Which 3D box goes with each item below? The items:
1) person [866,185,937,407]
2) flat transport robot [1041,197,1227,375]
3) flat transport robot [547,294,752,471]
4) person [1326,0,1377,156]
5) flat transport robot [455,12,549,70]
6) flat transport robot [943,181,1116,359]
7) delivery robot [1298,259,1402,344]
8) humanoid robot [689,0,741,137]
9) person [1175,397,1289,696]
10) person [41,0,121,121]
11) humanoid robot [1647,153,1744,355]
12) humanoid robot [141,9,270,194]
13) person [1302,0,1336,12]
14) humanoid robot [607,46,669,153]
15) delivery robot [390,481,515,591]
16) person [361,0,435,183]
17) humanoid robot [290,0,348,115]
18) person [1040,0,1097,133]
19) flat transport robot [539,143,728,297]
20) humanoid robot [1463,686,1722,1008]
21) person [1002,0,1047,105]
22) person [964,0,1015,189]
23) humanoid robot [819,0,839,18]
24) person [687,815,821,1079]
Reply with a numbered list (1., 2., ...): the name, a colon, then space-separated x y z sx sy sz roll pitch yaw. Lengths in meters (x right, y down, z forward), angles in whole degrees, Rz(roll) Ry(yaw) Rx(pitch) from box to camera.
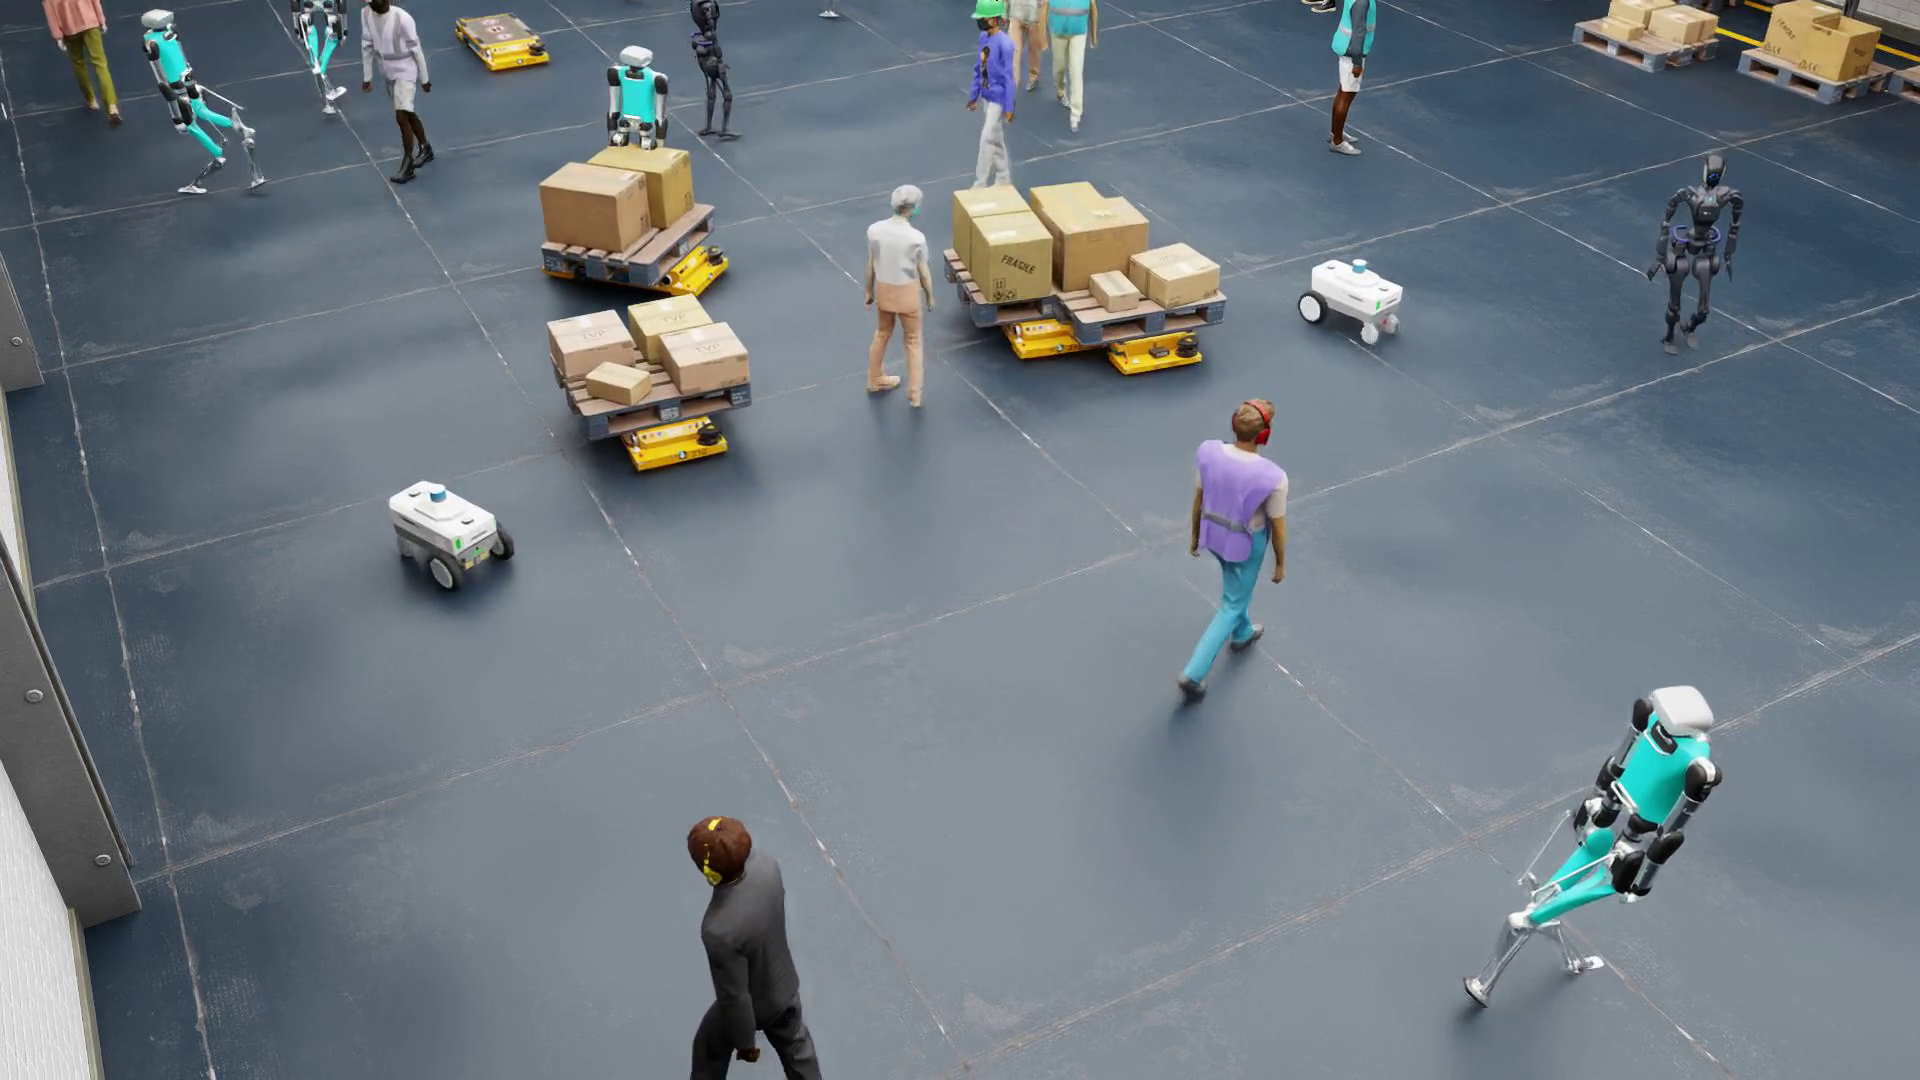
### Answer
1. person: -0.455 -1.762 11.972 0.534 1.719 0.375 16 38 21
2. flat transport robot: 1.319 -1.754 13.220 0.659 0.231 1.431 -11 37 -16
3. flat transport robot: -2.233 -0.985 12.122 0.659 0.231 1.431 -15 38 -20
4. person: 3.778 -4.687 15.951 0.430 1.938 0.560 5 35 7
5. flat transport robot: -5.186 -5.636 18.762 0.659 0.231 1.431 -18 39 -24
6. flat transport robot: 0.582 -1.900 13.429 0.659 0.231 1.431 -9 36 -13
7. delivery robot: 3.135 -1.948 13.239 0.499 0.584 0.783 -27 43 -33
8. humanoid robot: -2.422 -4.778 16.306 0.395 1.657 0.600 -12 37 -16
9. person: 1.533 0.032 9.330 0.576 1.807 0.890 29 44 35
10. person: -8.862 -5.144 16.730 0.522 1.798 0.922 -17 39 -23
11. humanoid robot: 5.558 -2.161 12.579 0.608 1.634 0.382 6 35 8
12. humanoid robot: -6.775 -3.899 15.045 1.028 1.765 0.547 1 35 2
13. person: 4.372 -7.240 19.574 0.367 1.966 0.602 -5 35 -7
14. humanoid robot: -2.763 -3.154 13.992 0.571 1.835 0.765 8 36 12
15. delivery robot: -3.278 -0.086 10.576 0.756 0.580 0.499 23 41 29
16. person: -5.285 -4.288 15.422 0.553 1.899 0.859 17 38 22
17. humanoid robot: -6.410 -5.107 16.732 0.597 1.734 0.979 -8 36 -11
18. person: 1.085 -5.105 16.677 0.577 1.805 0.900 1 35 2
19. flat transport robot: -2.755 -2.357 14.080 1.431 0.231 0.659 11 37 15
20. humanoid robot: 2.693 1.420 7.428 1.004 1.768 0.552 -7 36 -10
21. person: 0.664 -5.345 17.169 0.493 1.606 0.920 8 36 11
22. person: 0.182 -3.949 14.971 0.713 1.854 0.493 -16 38 -22
23. humanoid robot: -1.499 -6.888 19.311 0.675 1.842 0.538 15 38 20
24. person: -0.950 1.795 6.783 0.890 1.839 0.506 16 38 21
